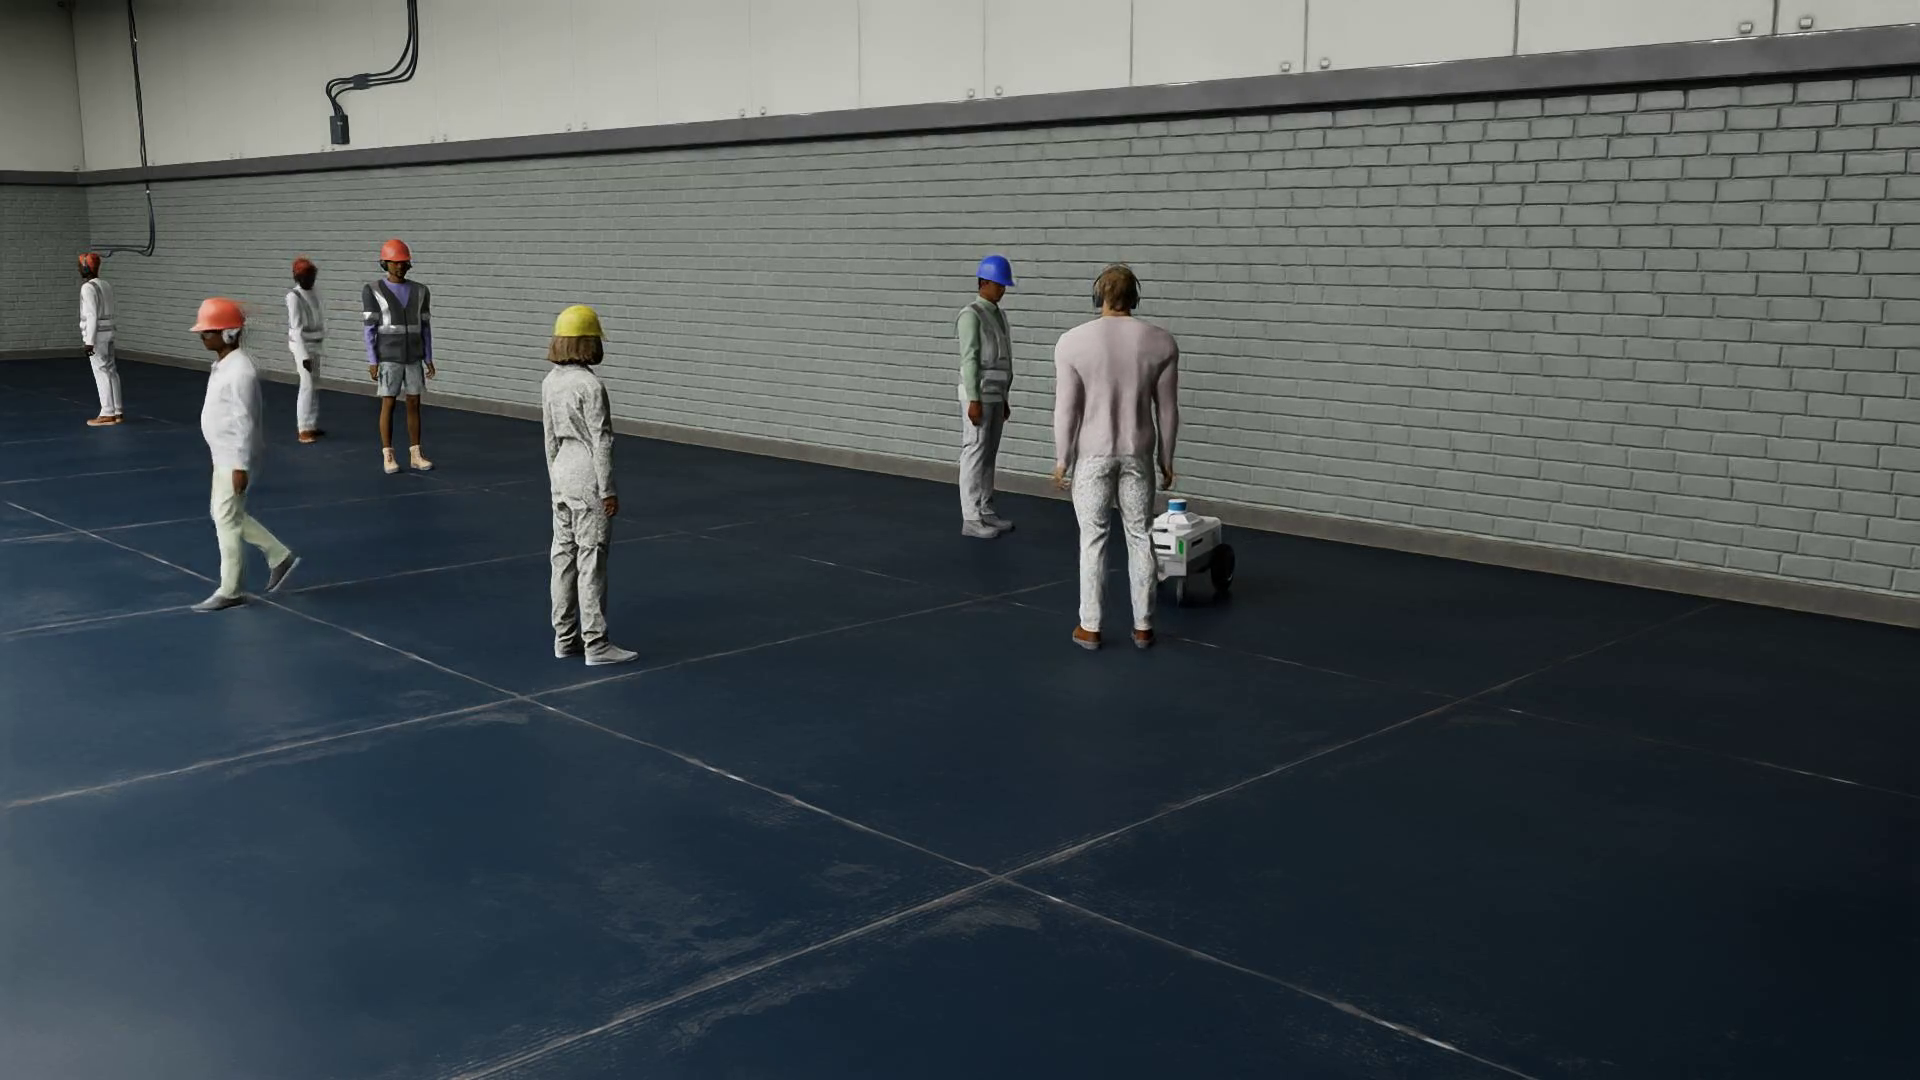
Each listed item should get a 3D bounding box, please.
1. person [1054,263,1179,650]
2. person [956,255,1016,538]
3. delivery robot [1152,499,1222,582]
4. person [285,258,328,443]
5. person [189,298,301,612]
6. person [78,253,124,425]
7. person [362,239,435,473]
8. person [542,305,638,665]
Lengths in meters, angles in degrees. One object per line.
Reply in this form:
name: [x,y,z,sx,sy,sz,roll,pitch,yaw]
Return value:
person: [0.780,-0.411,8.362,0.635,1.937,0.352,-1,10,-6]
person: [0.190,-0.994,11.547,0.402,1.937,0.603,4,11,22]
delivery robot: [1.250,0.008,9.597,0.477,0.478,0.707,5,12,27]
person: [-6.574,-1.918,16.836,0.353,1.863,0.748,0,10,0]
person: [-4.054,-0.484,9.302,0.570,1.737,0.596,-6,12,-30]
person: [-9.455,-2.200,18.266,0.337,1.882,0.584,-1,10,-6]
person: [-4.912,-1.613,14.633,0.608,2.044,0.370,-9,14,-42]
person: [-1.827,-0.264,8.095,0.486,1.745,0.295,9,14,42]
